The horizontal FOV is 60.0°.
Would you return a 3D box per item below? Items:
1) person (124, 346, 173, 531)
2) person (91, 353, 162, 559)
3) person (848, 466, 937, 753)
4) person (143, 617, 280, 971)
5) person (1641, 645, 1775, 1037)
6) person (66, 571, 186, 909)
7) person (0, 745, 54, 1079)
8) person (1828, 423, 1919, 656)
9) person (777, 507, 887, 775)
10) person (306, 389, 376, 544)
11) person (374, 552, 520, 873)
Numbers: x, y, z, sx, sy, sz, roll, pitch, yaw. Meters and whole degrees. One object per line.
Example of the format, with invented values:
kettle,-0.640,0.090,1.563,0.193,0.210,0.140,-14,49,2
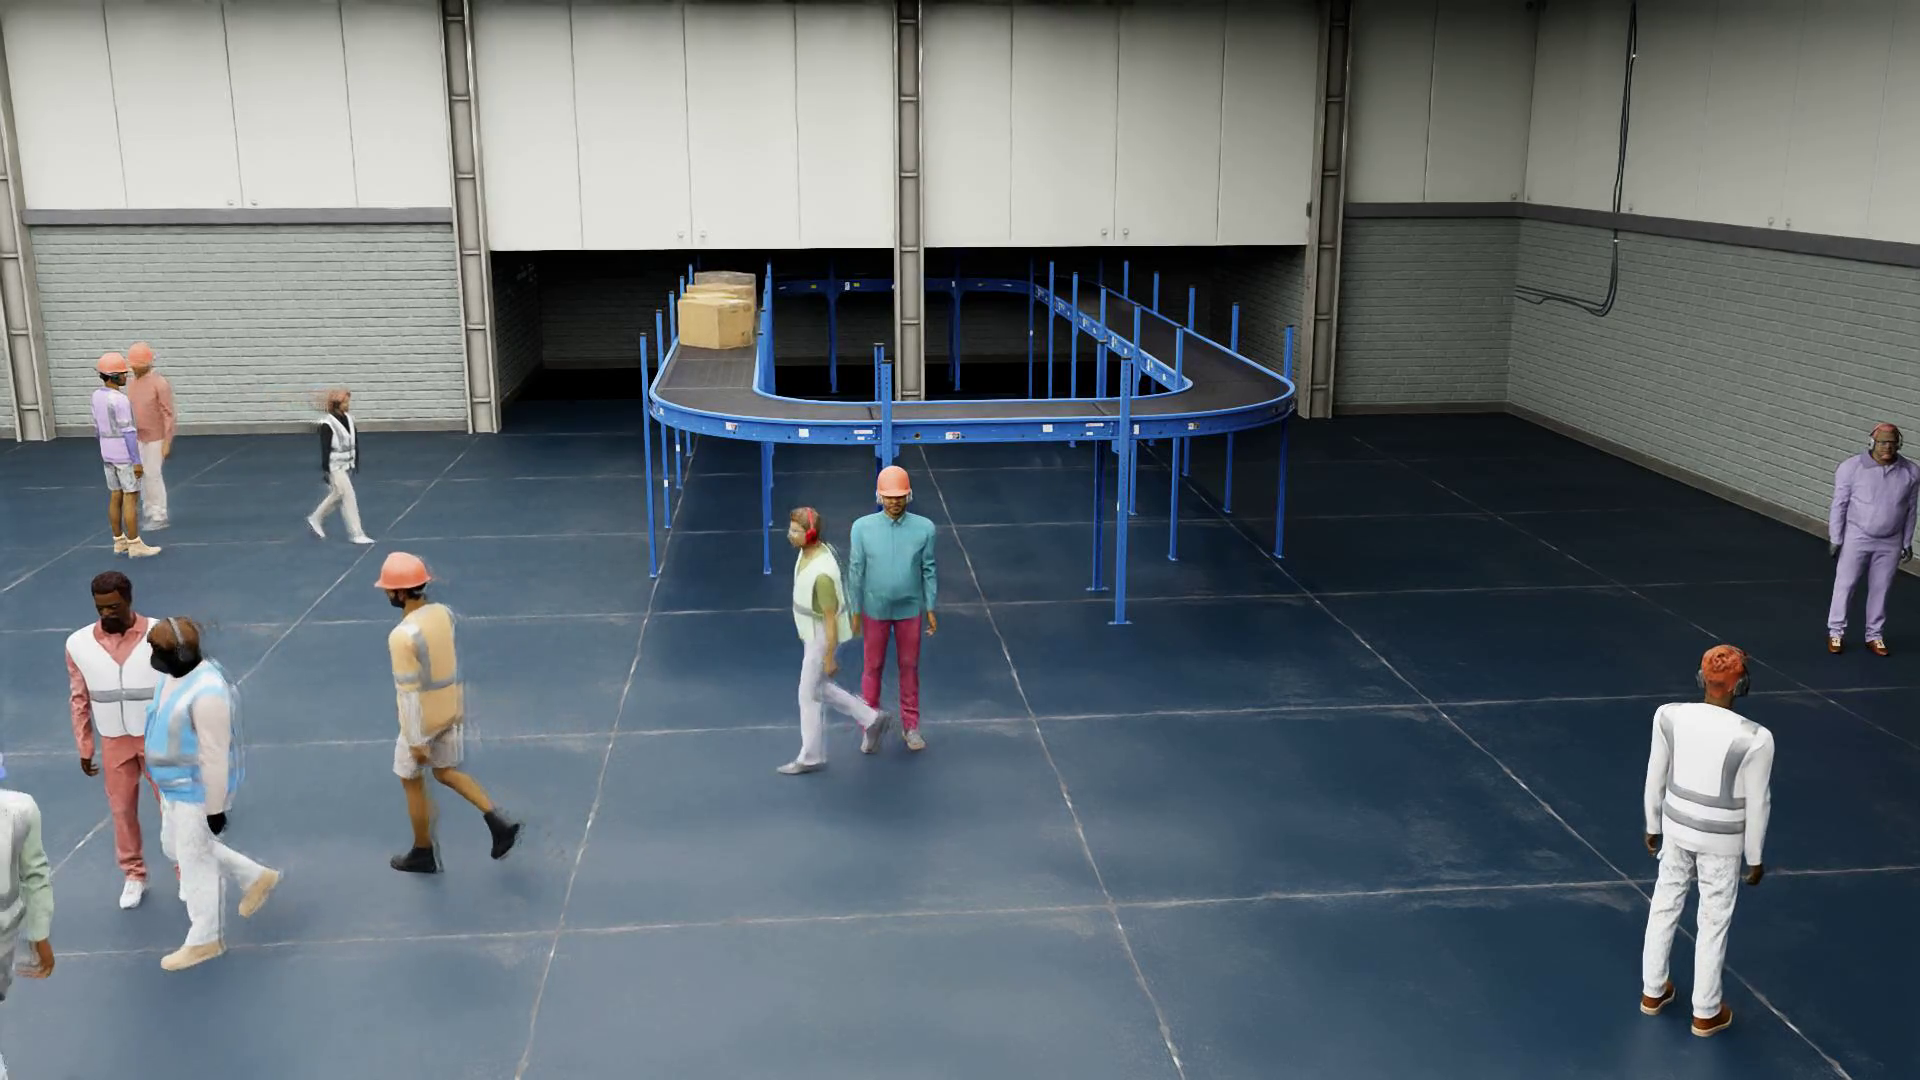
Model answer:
person,-8.615,-1.075,17.626,0.656,1.961,0.443,6,15,24
person,-8.300,-0.835,16.492,0.608,2.044,0.371,10,17,34
person,-0.456,0.470,11.364,0.608,1.996,0.379,-3,14,-11
person,-3.885,1.257,8.566,0.587,1.823,0.658,-11,18,-38
person,3.507,1.407,7.854,0.339,1.881,0.578,-11,18,-37
person,-4.522,1.075,9.133,0.601,1.905,0.388,-4,15,-15
person,-4.082,1.657,6.845,0.941,1.895,0.616,9,17,33
person,7.374,-0.003,13.440,0.651,1.907,0.409,2,14,9
person,-0.859,0.652,10.974,0.689,1.826,0.591,-3,14,-12
person,-6.432,-0.762,17.090,0.770,1.613,0.525,2,14,9
person,-2.939,0.998,9.415,0.692,1.916,0.552,4,15,16
